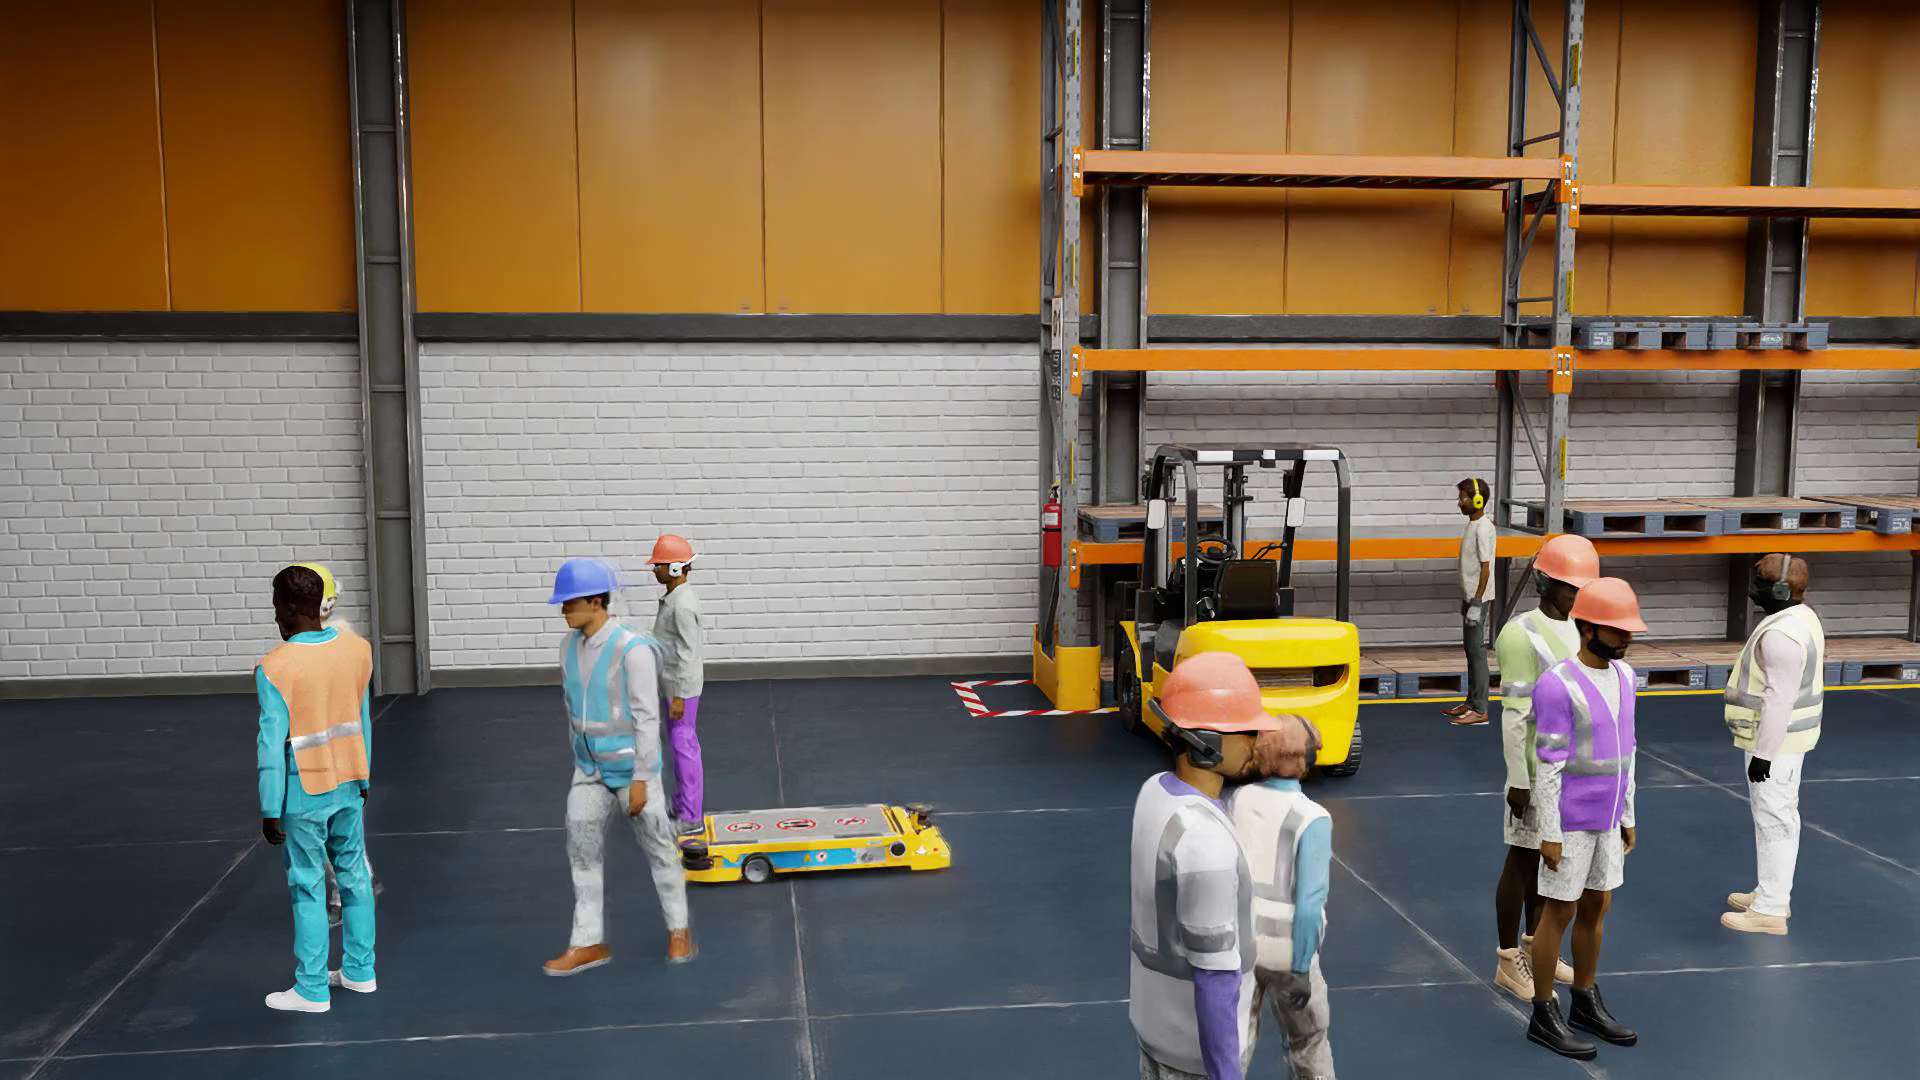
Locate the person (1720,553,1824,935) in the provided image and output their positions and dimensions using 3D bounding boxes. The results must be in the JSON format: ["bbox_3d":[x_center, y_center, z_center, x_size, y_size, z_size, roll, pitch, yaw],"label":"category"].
[{"bbox_3d":[3.949,0.979,8.103,0.429,1.846,0.625,4,8,32],"label":"person"}]

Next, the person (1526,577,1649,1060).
[{"bbox_3d":[2.529,1.103,6.661,0.544,1.930,0.389,-4,8,-32],"label":"person"}]

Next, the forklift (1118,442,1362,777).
[{"bbox_3d":[1.912,0.418,11.496,1.214,2.155,2.313,-1,7,-8],"label":"forklift"}]

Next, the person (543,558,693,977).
[{"bbox_3d":[-1.538,1.017,7.579,0.625,1.907,0.703,5,8,35],"label":"person"}]

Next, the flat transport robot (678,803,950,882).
[{"bbox_3d":[-0.813,1.644,9.105,1.431,0.197,0.652,-1,7,-11],"label":"flat transport robot"}]

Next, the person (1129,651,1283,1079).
[{"bbox_3d":[0.645,1.302,4.410,0.376,2.041,0.615,-1,7,-8],"label":"person"}]

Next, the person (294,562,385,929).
[{"bbox_3d":[-3.108,0.992,8.195,0.464,1.811,0.610,-3,7,-28],"label":"person"}]

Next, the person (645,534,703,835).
[{"bbox_3d":[-1.667,0.837,9.738,0.325,1.752,0.559,-2,7,-16],"label":"person"}]

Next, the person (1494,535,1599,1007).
[{"bbox_3d":[2.579,0.984,7.238,0.605,2.033,0.392,-6,9,-42],"label":"person"}]

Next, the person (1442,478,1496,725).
[{"bbox_3d":[3.860,0.462,12.556,0.328,1.864,0.509,1,7,9],"label":"person"}]

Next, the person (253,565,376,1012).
[{"bbox_3d":[-2.745,1.060,7.123,0.397,1.911,0.587,3,7,25],"label":"person"}]

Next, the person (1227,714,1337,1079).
[{"bbox_3d":[1.073,1.384,5.624,0.841,1.585,0.532,-4,8,-32],"label":"person"}]
